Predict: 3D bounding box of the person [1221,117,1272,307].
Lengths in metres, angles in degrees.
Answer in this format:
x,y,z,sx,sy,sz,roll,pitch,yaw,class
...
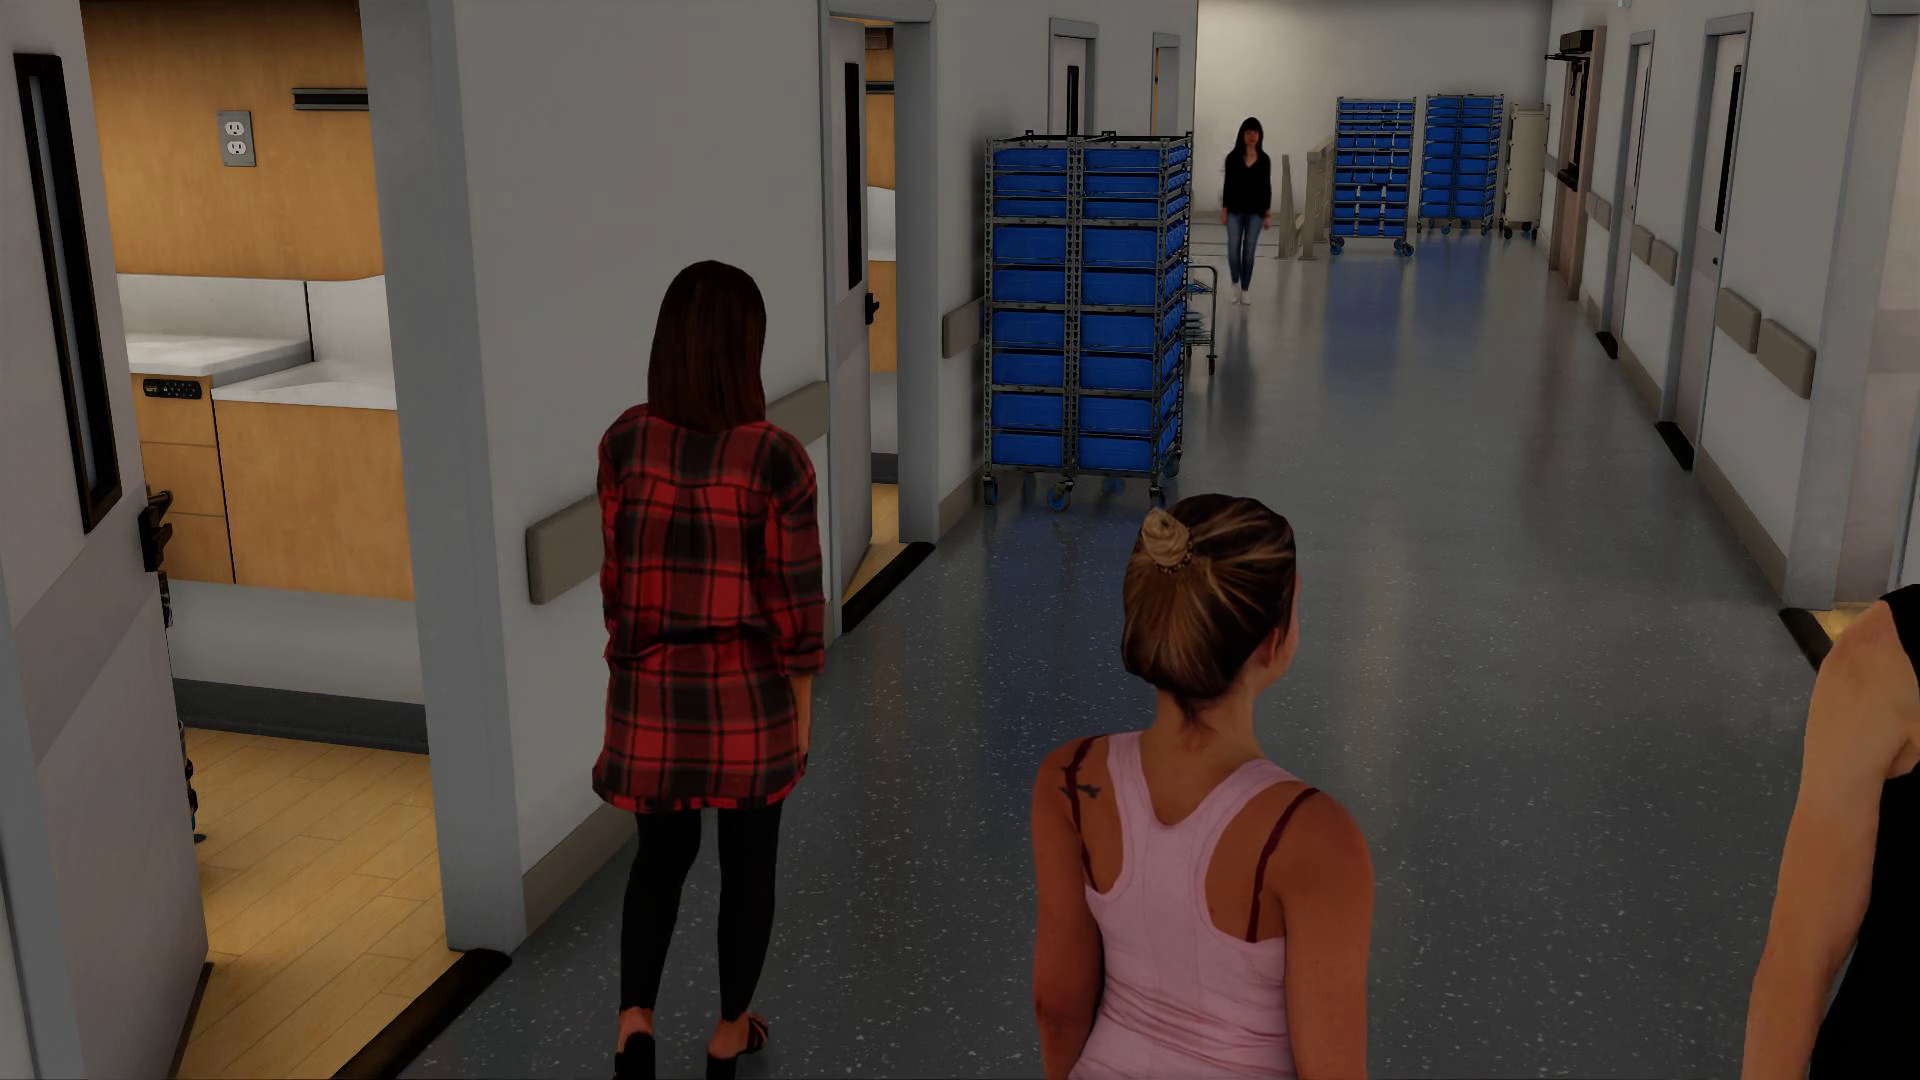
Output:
x,y,z,sx,sy,sz,roll,pitch,yaw,class
2.531,-2.923,14.819,0.629,1.636,0.608,1,16,5,person

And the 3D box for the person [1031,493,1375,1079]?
x,y,z,sx,sy,sz,roll,pitch,yaw,class
0.249,0.735,1.839,0.640,1.638,0.649,12,20,37,person

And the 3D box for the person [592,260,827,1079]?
x,y,z,sx,sy,sz,roll,pitch,yaw,class
-0.507,0.344,3.136,0.631,1.686,0.829,3,16,12,person
